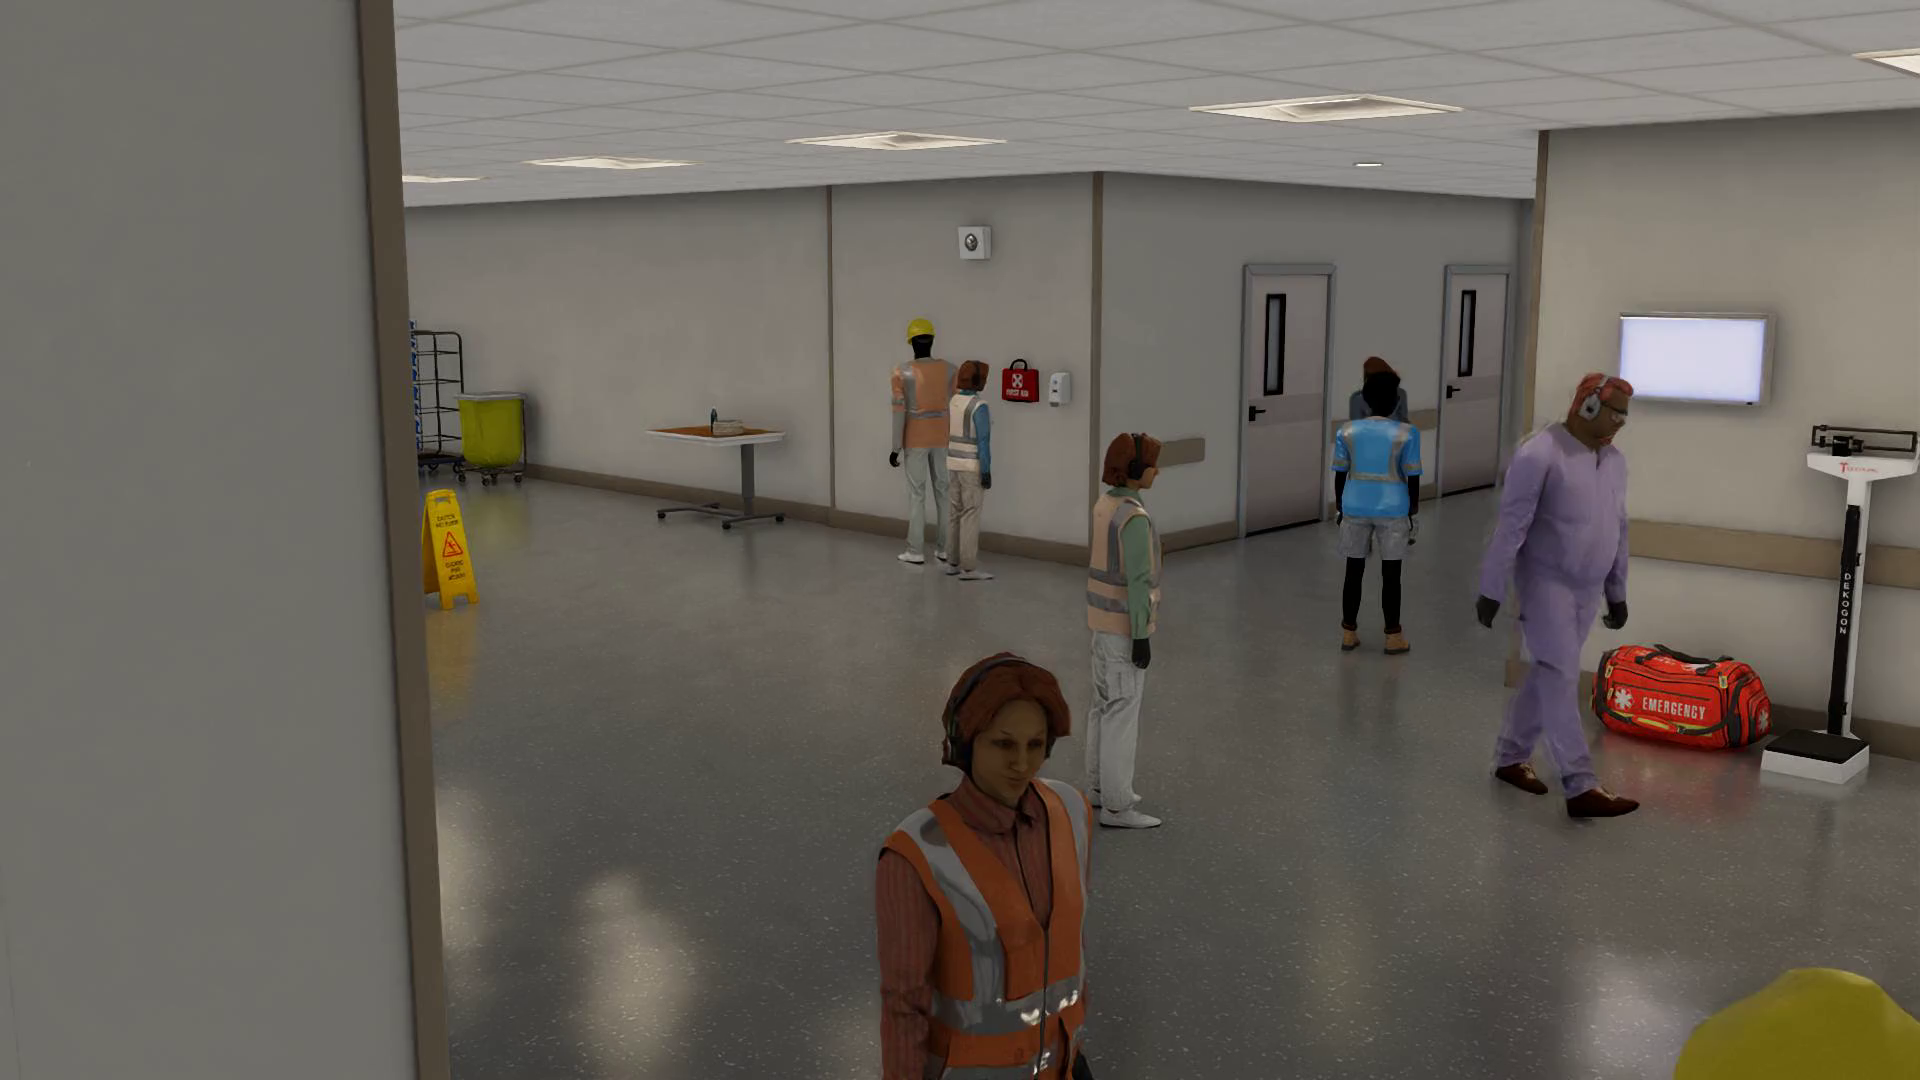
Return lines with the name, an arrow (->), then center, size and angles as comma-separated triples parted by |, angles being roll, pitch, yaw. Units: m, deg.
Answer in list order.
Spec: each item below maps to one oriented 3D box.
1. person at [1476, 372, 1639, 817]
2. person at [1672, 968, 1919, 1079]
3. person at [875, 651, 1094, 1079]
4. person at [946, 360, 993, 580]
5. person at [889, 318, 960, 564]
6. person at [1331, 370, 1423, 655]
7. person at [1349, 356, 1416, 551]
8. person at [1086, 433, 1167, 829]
person -> 2.633, 0.230, 7.065 | 0.720, 1.855, 0.884 | -6, 11, -31
person -> 0.568, 1.203, 1.207 | 0.595, 1.824, 0.403 | 4, 10, 22
person -> 0.055, 1.004, 2.993 | 0.314, 1.636, 0.516 | 9, 13, 44
person -> 0.062, -0.516, 12.343 | 0.317, 1.629, 0.510 | -5, 11, -29
person -> -0.283, -0.770, 13.011 | 0.585, 1.917, 0.381 | -5, 10, -26
person -> 2.493, -0.164, 9.960 | 0.540, 1.698, 0.317 | 5, 11, 29
person -> 3.446, -0.692, 13.507 | 0.642, 1.597, 0.398 | -2, 9, -12
person -> 0.678, 0.371, 6.890 | 0.310, 1.633, 0.517 | -2, 9, -11
